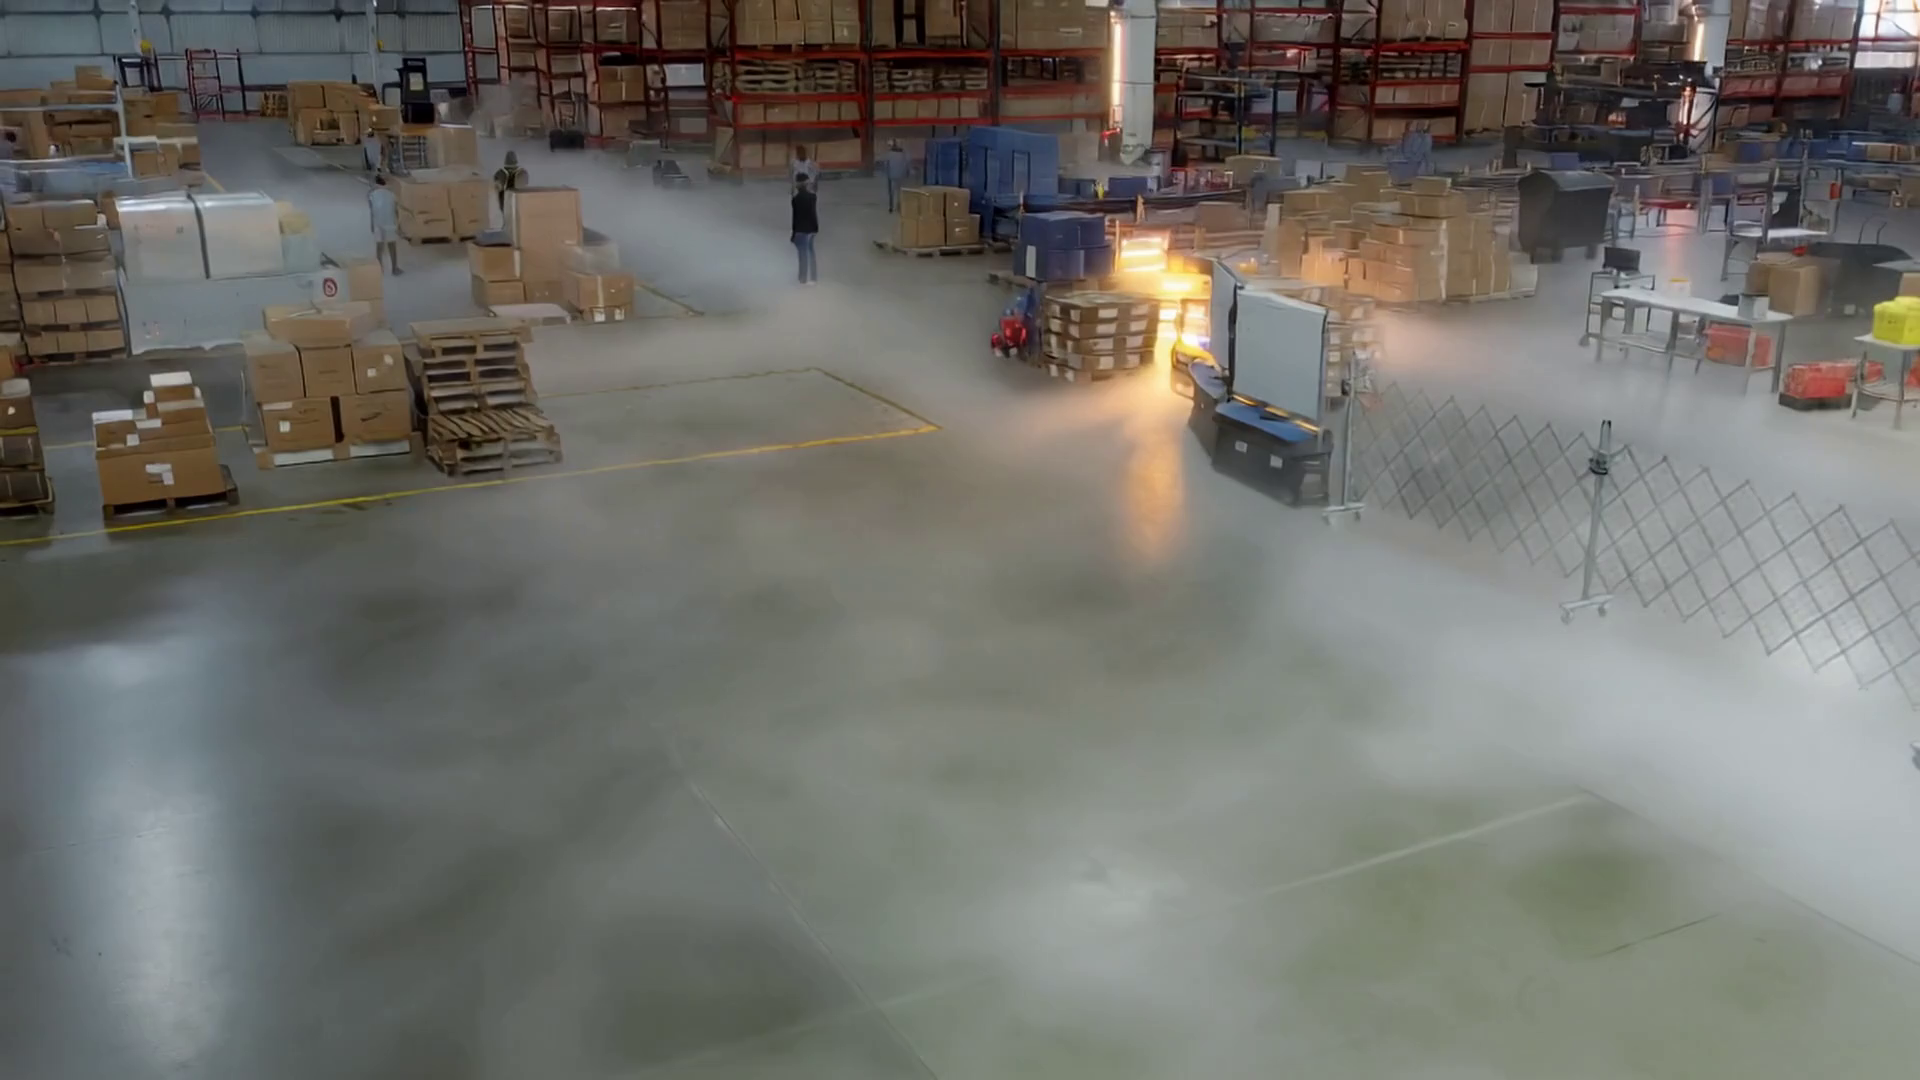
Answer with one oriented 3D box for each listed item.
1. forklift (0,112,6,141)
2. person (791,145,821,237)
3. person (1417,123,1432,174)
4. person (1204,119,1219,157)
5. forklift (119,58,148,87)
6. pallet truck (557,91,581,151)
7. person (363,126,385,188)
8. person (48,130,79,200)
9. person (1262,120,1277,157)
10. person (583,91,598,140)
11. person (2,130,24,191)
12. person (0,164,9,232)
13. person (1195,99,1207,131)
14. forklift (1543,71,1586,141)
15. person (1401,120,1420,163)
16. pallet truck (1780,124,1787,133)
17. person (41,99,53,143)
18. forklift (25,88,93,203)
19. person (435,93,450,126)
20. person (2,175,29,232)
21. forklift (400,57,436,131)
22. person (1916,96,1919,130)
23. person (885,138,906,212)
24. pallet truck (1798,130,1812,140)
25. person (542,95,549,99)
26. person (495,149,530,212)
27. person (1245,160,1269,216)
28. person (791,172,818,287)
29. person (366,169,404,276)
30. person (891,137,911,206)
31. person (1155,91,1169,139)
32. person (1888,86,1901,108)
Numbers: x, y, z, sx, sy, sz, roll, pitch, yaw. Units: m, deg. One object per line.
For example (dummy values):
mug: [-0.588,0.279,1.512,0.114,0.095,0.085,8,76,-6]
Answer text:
forklift: [-35.930,-15.857,60.270,1.873,2.768,1.129,2,18,6]
person: [-3.303,-7.466,35.653,0.650,1.923,0.439,3,18,9]
person: [13.215,-10.998,47.159,0.520,1.613,0.565,-9,20,-26]
person: [6.927,-10.767,46.151,0.880,1.799,0.588,-13,22,-34]
forklift: [-32.344,-17.497,65.384,1.129,2.768,1.873,-9,20,-26]
pallet truck: [-13.495,-14.412,57.188,0.823,1.965,1.885,-3,18,-9]
person: [-14.999,-9.690,42.692,0.380,1.856,0.569,15,23,38]
person: [-22.005,-9.090,40.810,0.964,1.870,0.595,-11,21,-30]
person: [8.940,-11.214,47.734,0.712,1.662,0.549,-13,22,-35]
person: [-13.630,-15.660,61.411,0.952,1.793,0.613,-8,19,-24]
person: [-23.356,-9.188,41.111,0.668,1.860,0.591,-11,21,-30]
person: [-19.066,-6.580,33.054,0.615,1.825,0.526,14,22,37]
person: [8.896,-15.531,61.168,0.556,1.679,0.457,-7,19,-21]
forklift: [18.685,-13.231,52.085,1.873,2.768,1.129,-9,20,-26]
person: [11.986,-10.200,44.213,0.637,1.904,0.403,-15,23,-39]
pallet truck: [25.206,-12.542,52.601,1.601,1.201,0.680,0,18,-2]
person: [-31.234,-14.162,56.578,0.644,1.905,0.980,-6,19,-19]
forklift: [-22.896,-9.837,41.502,1.873,2.768,1.129,-9,20,-26]
person: [-17.950,-14.554,57.776,0.474,1.903,0.629,10,20,27]
person: [-17.027,-5.644,30.059,0.513,1.872,0.328,-11,21,-31]
forklift: [-21.701,-17.858,66.508,1.129,2.768,1.873,-11,21,-32]
person: [36.920,-16.430,63.627,0.622,1.908,0.595,1,18,2]
person: [-1.563,-8.795,40.105,0.532,1.735,0.846,4,18,13]
pallet truck: [25.526,-11.556,49.408,1.630,1.274,0.653,-9,20,-26]
person: [-16.779,-17.553,67.559,0.513,1.641,0.307,7,19,21]
person: [-9.042,-6.910,33.731,0.690,2.000,0.688,-1,18,-4]
person: [6.075,-6.997,34.493,0.802,1.731,0.540,-8,19,-24]
person: [-2.746,-5.456,29.274,0.374,1.992,0.622,13,22,35]
person: [-10.546,-5.814,30.484,0.552,1.933,0.372,1,18,3]
person: [-1.415,-9.164,41.355,0.746,1.672,0.534,-12,21,-33]
person: [7.500,-15.975,62.027,0.776,2.016,0.622,17,24,42]
person: [36.973,-17.083,65.886,0.320,1.769,0.523,-3,18,-11]
